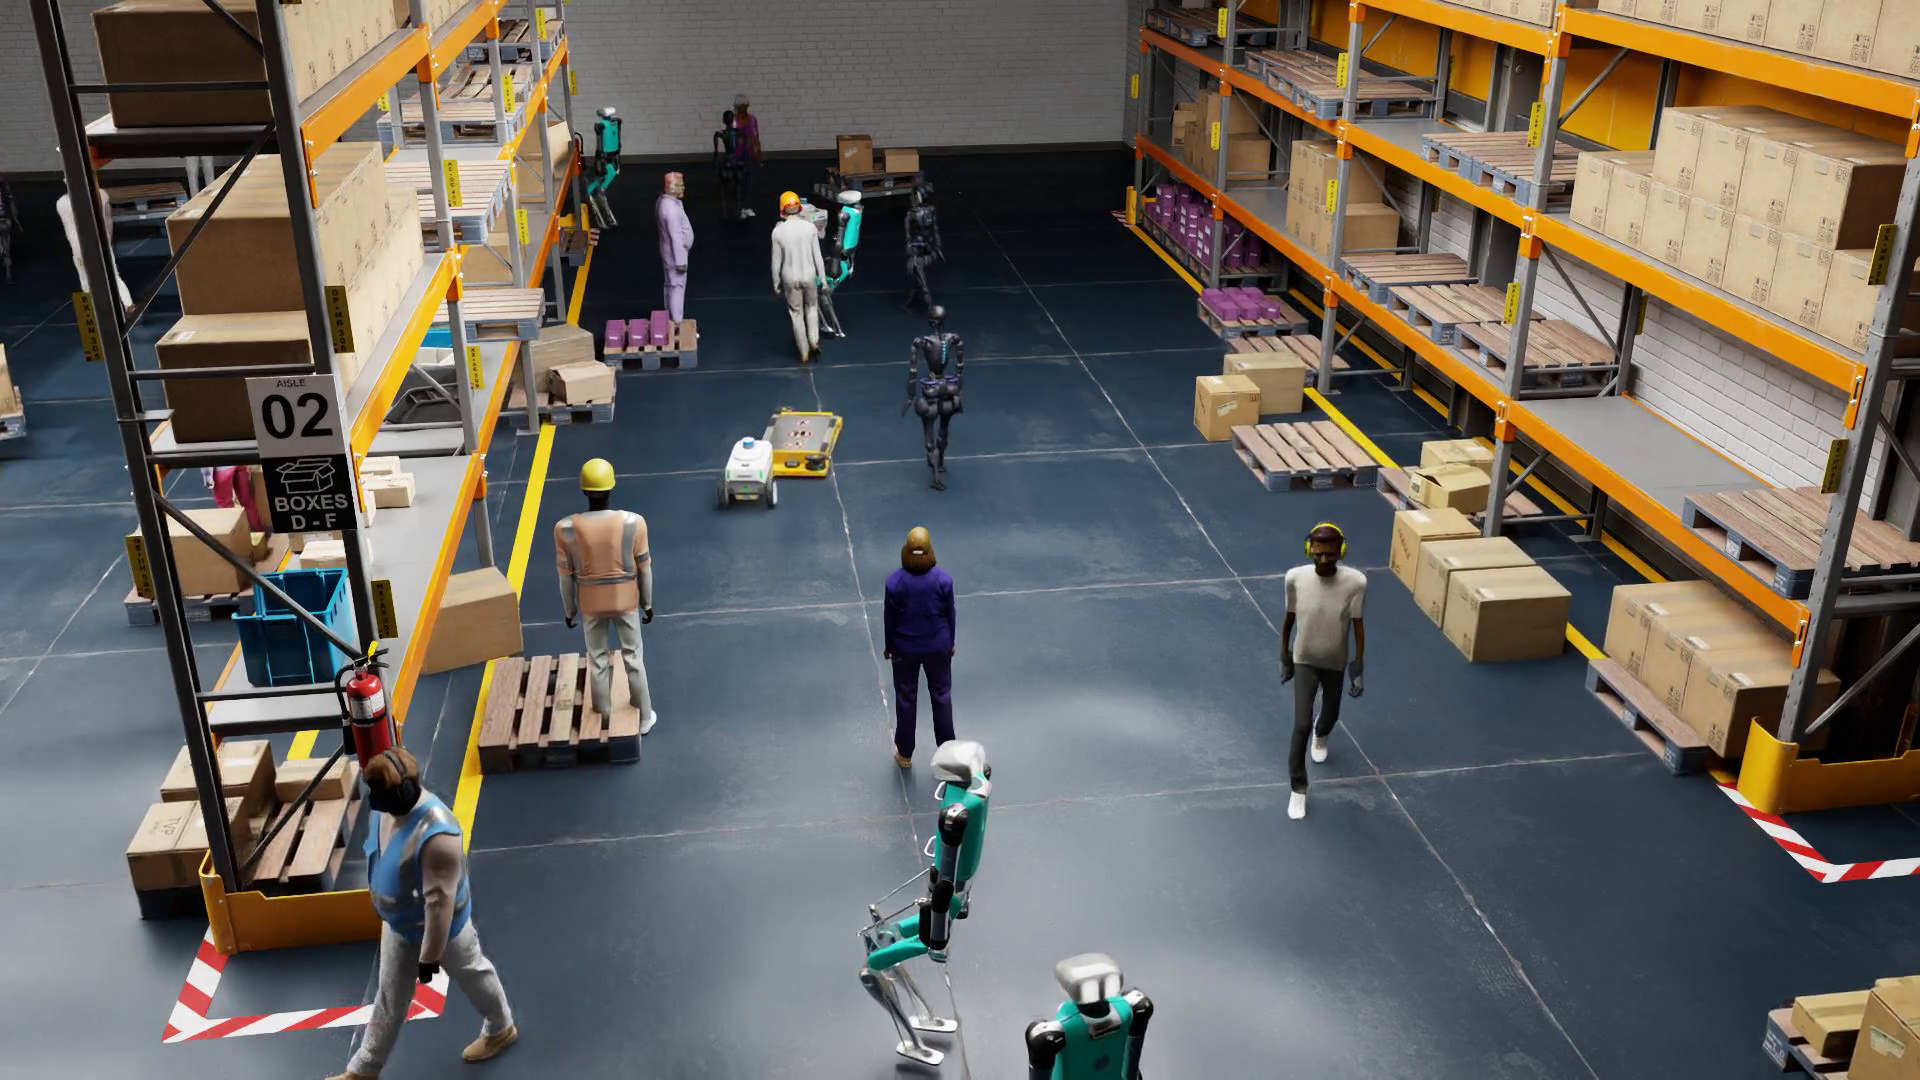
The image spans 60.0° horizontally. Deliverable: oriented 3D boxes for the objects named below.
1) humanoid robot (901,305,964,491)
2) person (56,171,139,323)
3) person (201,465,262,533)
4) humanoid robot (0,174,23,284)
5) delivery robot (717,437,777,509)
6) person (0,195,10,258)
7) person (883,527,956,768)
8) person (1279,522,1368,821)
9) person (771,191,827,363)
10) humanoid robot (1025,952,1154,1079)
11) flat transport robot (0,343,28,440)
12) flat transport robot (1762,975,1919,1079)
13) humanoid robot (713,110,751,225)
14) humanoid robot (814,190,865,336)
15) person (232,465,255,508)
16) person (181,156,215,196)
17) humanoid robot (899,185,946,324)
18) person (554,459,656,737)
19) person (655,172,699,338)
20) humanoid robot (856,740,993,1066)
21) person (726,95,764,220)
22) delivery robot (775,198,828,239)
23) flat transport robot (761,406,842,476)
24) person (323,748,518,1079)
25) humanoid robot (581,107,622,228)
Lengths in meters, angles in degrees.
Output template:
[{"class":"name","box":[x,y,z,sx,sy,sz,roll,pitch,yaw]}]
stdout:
[{"class":"humanoid robot","box":[-0.244,-1.301,14.932,0.596,1.644,0.626,-12,27,-26]},{"class":"person","box":[-10.135,-3.438,19.480,0.916,1.909,0.623,19,30,37]},{"class":"person","box":[-5.891,-0.586,13.327,0.277,1.628,0.503,6,24,13]},{"class":"humanoid robot","box":[-12.462,-4.152,21.414,0.615,1.629,0.709,-14,27,-28]},{"class":"delivery robot","box":[-1.860,-0.599,14.702,0.499,0.606,0.809,0,24,0]},{"class":"person","box":[-13.239,-4.776,22.504,0.746,1.924,0.500,16,29,33]},{"class":"person","box":[-0.255,0.670,10.461,0.458,1.623,0.350,-2,24,-4]},{"class":"person","box":[2.198,0.710,10.115,0.519,1.839,0.845,4,24,9]},{"class":"person","box":[-1.768,-2.875,18.236,0.599,1.871,0.472,-5,24,-12]},{"class":"humanoid robot","box":[0.328,2.316,6.677,0.566,1.837,0.806,-13,27,-26]},{"class":"flat transport robot","box":[-9.530,-0.931,15.798,0.659,0.231,1.431,-13,27,-27]},{"class":"flat transport robot","box":[4.452,2.632,7.681,0.659,0.231,1.431,-3,24,-7]},{"class":"humanoid robot","box":[-3.351,-5.462,24.365,0.588,1.648,0.422,-14,28,-30]},{"class":"humanoid robot","box":[-1.498,-3.118,18.965,0.838,1.764,0.540,8,25,18]},{"class":"person","box":[-6.039,-0.932,13.969,0.554,1.743,0.348,-10,26,-21]},{"class":"person","box":[-11.634,-6.004,25.400,0.429,1.841,0.633,21,31,39]},{"class":"humanoid robot","box":[-0.457,-3.416,19.788,0.790,1.637,0.584,20,30,37]},{"class":"person","box":[-2.270,0.394,10.720,0.587,1.927,0.381,-4,24,-8]},{"class":"person","box":[-3.244,-3.268,19.090,0.404,1.904,0.646,-8,25,-18]},{"class":"humanoid robot","box":[-0.217,1.697,7.869,0.725,1.705,0.530,6,24,13]},{"class":"person","box":[-3.208,-5.686,24.704,0.502,1.824,0.589,-15,28,-30]},{"class":"delivery robot","box":[-2.252,-4.582,23.757,0.764,0.592,0.521,19,30,36]},{"class":"flat transport robot","box":[-1.521,-0.936,15.810,0.659,0.231,1.431,1,24,2]},{"class":"person","box":[-2.565,1.787,7.697,0.645,1.789,0.973,20,30,38]},{"class":"humanoid robot","box":[-5.246,-5.393,24.171,0.735,1.801,0.548,11,26,23]}]
